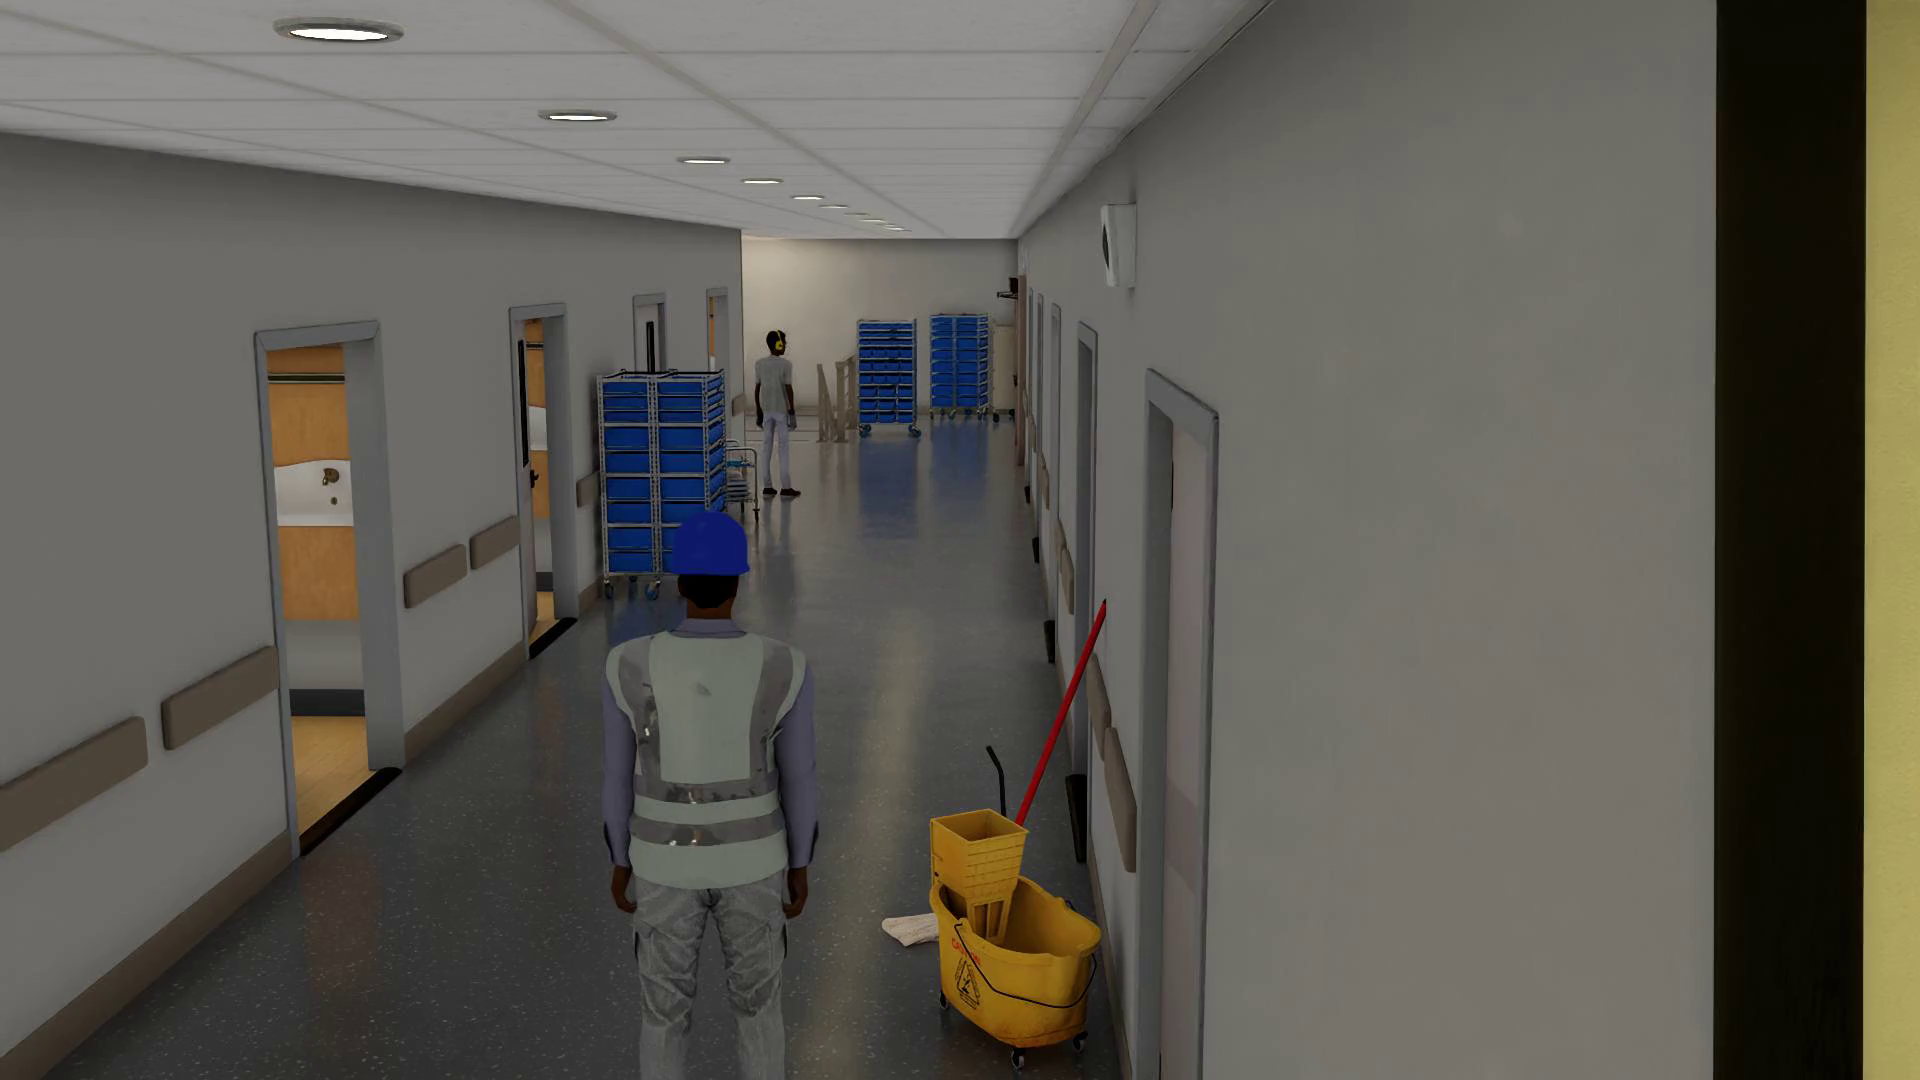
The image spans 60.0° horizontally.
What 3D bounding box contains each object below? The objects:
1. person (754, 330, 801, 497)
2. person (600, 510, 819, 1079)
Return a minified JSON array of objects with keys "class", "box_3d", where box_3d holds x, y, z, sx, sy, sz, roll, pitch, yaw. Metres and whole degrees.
[{"class":"person","box_3d":[-2.066,-1.413,18.667,0.521,1.864,0.335,5,11,27]},{"class":"person","box_3d":[-0.701,0.883,4.693,0.606,1.941,0.403,-1,10,-6]}]
